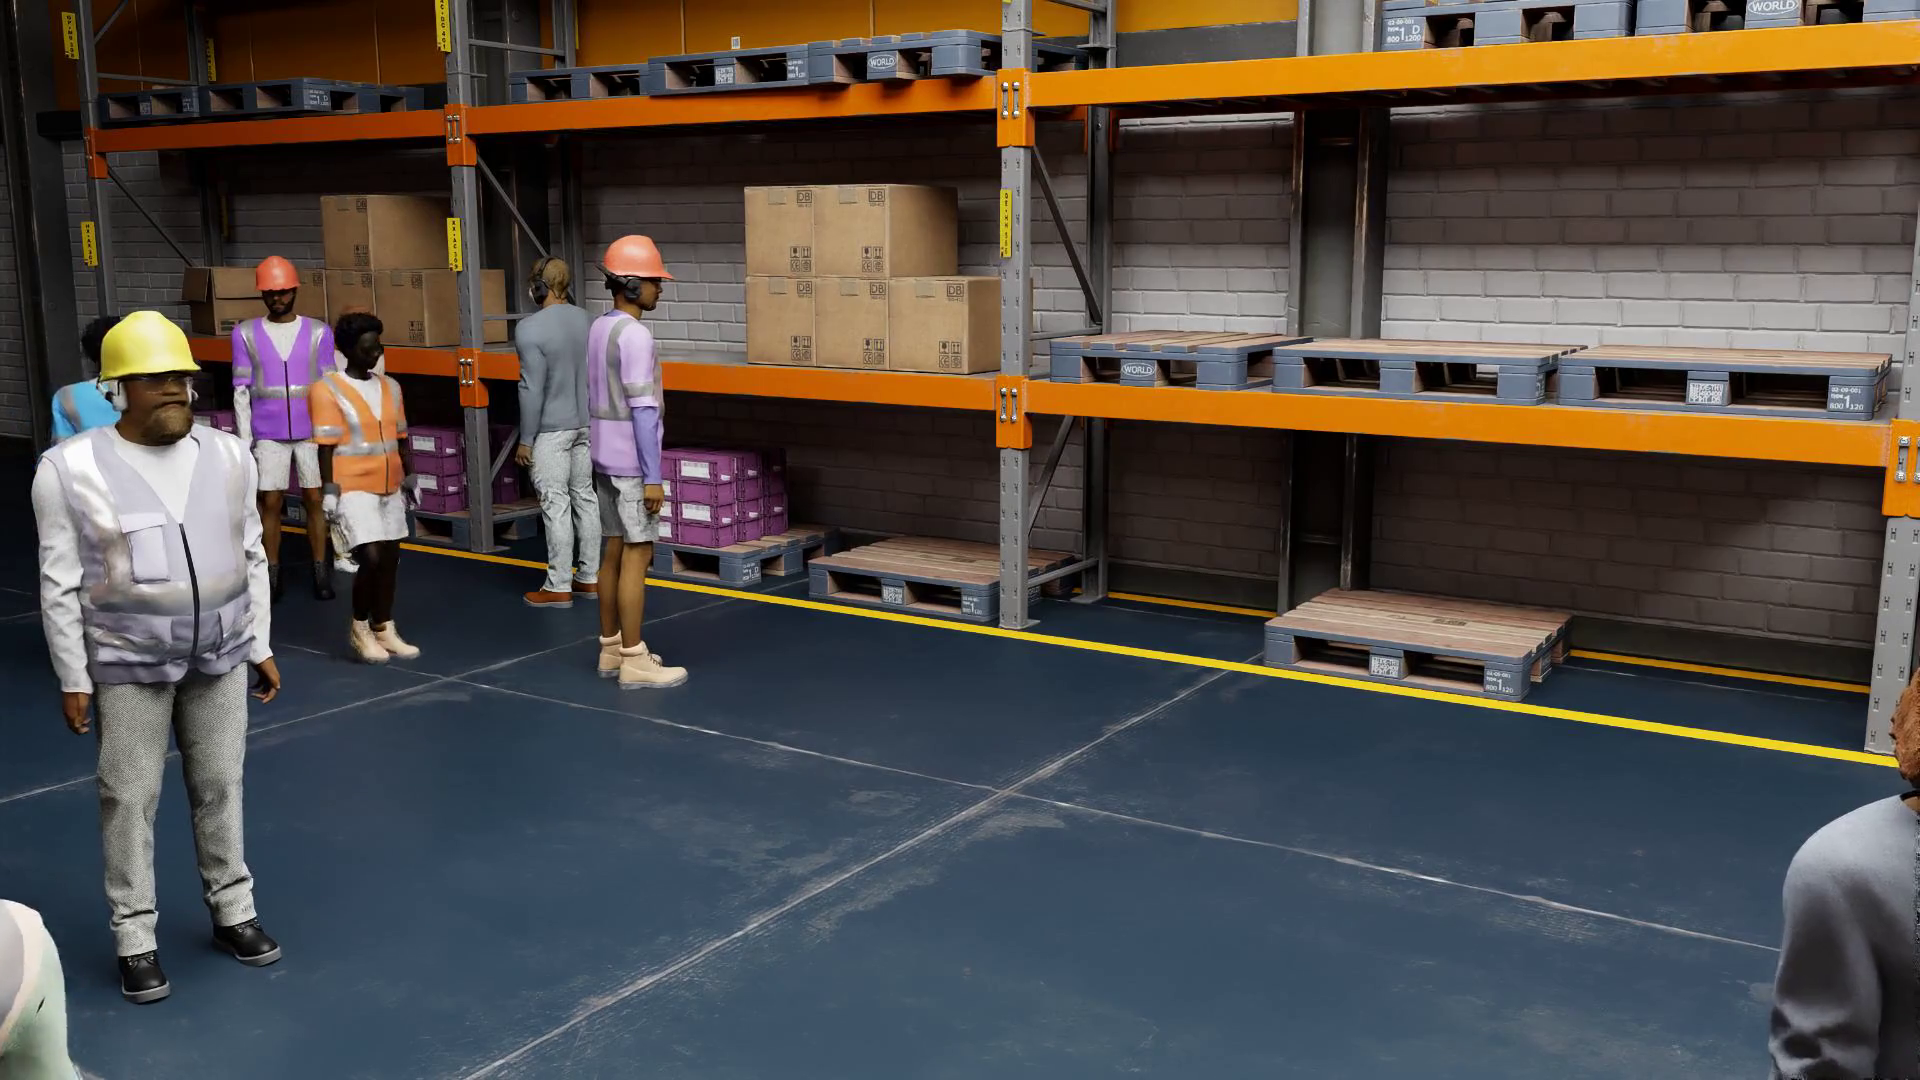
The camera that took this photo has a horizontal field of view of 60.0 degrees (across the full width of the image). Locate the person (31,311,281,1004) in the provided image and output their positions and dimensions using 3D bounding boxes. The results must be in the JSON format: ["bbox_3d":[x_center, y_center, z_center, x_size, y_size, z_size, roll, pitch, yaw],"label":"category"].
[{"bbox_3d":[-2.138,0.306,4.502,0.404,1.837,0.595,9,14,42],"label":"person"}]

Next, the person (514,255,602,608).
[{"bbox_3d":[-2.221,-0.593,9.202,0.372,1.940,0.630,5,11,26],"label":"person"}]

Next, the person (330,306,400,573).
[{"bbox_3d":[-3.691,-0.617,10.212,0.284,1.626,0.495,4,11,23],"label":"person"}]

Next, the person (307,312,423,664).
[{"bbox_3d":[-2.791,-0.237,7.909,0.390,1.683,0.556,5,11,27],"label":"person"}]

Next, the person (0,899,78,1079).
[{"bbox_3d":[-1.097,0.931,1.630,0.526,1.627,0.459,-10,14,-43],"label":"person"}]

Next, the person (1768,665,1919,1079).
[{"bbox_3d":[1.198,0.854,2.024,0.504,1.632,0.270,-2,10,-11],"label":"person"}]

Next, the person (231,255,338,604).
[{"bbox_3d":[-3.739,-0.605,9.271,0.551,1.935,0.372,-4,11,-23],"label":"person"}]

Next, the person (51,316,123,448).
[{"bbox_3d":[-3.836,-0.176,7.602,0.539,1.683,0.444,-1,10,-8],"label":"person"}]

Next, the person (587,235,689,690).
[{"bbox_3d":[-1.473,-0.351,7.568,0.393,2.041,0.613,-6,12,-30],"label":"person"}]
